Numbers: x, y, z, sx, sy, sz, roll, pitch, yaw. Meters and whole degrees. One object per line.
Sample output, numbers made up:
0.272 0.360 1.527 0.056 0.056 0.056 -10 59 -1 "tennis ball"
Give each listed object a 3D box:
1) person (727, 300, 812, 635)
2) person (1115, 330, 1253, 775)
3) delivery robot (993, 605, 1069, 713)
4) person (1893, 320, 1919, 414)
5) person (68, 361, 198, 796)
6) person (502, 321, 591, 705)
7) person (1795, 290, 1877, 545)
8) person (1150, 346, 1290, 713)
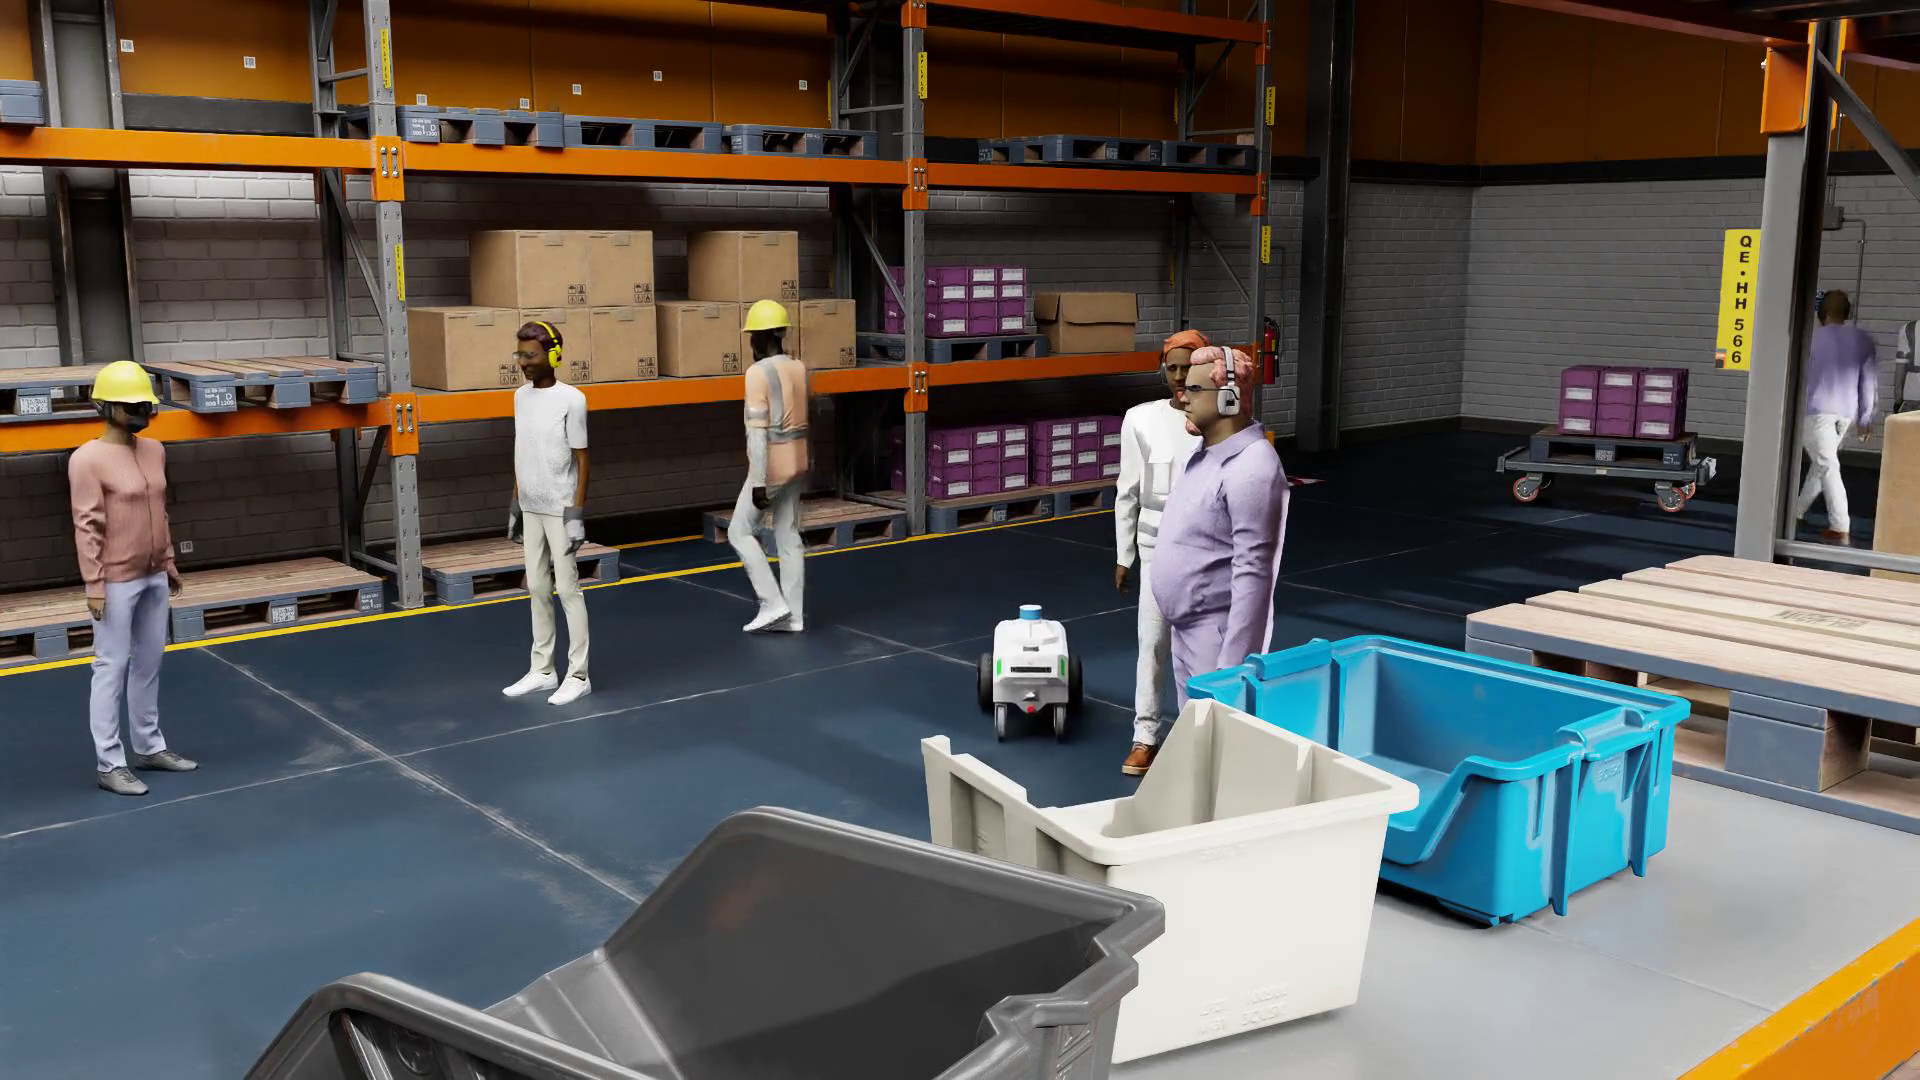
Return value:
-1.078 -0.399 9.457 0.473 1.911 0.603 5 11 27 "person"
0.934 0.070 6.938 0.584 1.882 0.337 3 10 15 "person"
0.327 0.546 7.723 0.477 0.478 0.707 0 10 2 "delivery robot"
8.145 -1.209 13.956 0.551 1.932 0.367 8 13 39 "person"
-3.385 0.149 6.830 0.330 1.765 0.533 2 10 11 "person"
-2.024 -0.132 8.119 0.509 1.868 0.328 7 12 32 "person"
6.537 -0.943 12.621 0.634 1.883 1.016 -2 10 -11 "person"
0.826 0.321 5.471 0.410 1.909 0.643 -1 10 -8 "person"
